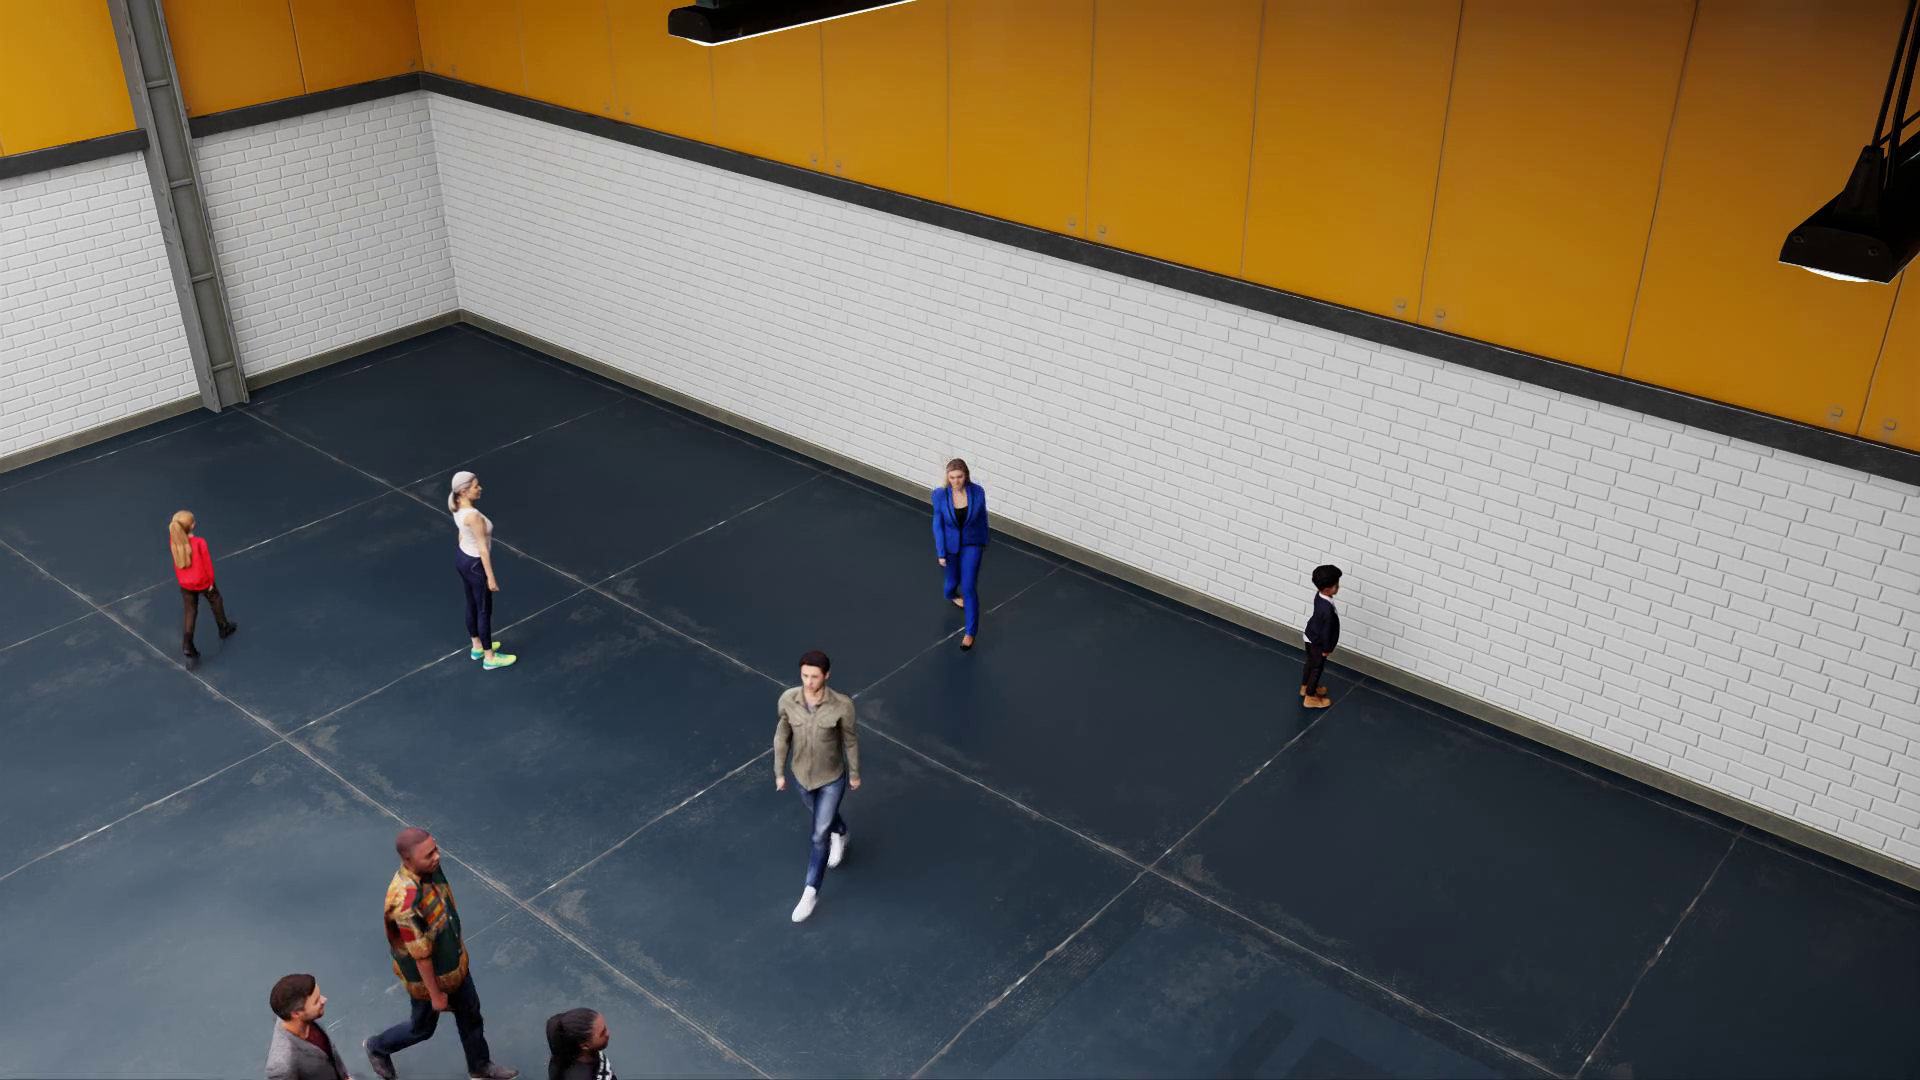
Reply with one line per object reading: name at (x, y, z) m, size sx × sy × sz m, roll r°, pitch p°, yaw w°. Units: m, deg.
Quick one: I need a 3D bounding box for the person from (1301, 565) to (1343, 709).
person at (2.803, 0.735, 12.979) m, size 0.636 × 1.223 × 0.571 m, roll -1°, pitch 29°, yaw -2°

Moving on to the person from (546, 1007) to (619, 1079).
person at (-1.925, 3.014, 8.308) m, size 1.205 × 1.693 × 1.014 m, roll -9°, pitch 30°, yaw -16°

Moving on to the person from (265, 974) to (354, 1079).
person at (-3.304, 2.919, 8.320) m, size 0.942 × 1.850 × 0.885 m, roll -9°, pitch 30°, yaw -17°

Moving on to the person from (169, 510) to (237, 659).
person at (-6.285, 0.366, 13.608) m, size 0.817 × 1.268 × 0.934 m, roll 1°, pitch 29°, yaw 1°

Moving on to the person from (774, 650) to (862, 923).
person at (-0.894, 1.494, 10.958) m, size 0.982 × 1.825 × 1.279 m, roll 9°, pitch 30°, yaw 17°

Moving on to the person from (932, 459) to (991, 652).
person at (0.003, 0.040, 13.797) m, size 1.009 × 1.659 × 1.099 m, roll -4°, pitch 29°, yaw -6°

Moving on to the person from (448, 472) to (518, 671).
person at (-3.915, 0.233, 13.398) m, size 0.609 × 1.703 × 0.646 m, roll -20°, pitch 34°, yaw -32°

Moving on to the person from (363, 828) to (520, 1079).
person at (-3.055, 2.389, 9.362) m, size 1.123 × 1.783 × 1.170 m, roll 3°, pitch 29°, yaw 6°
